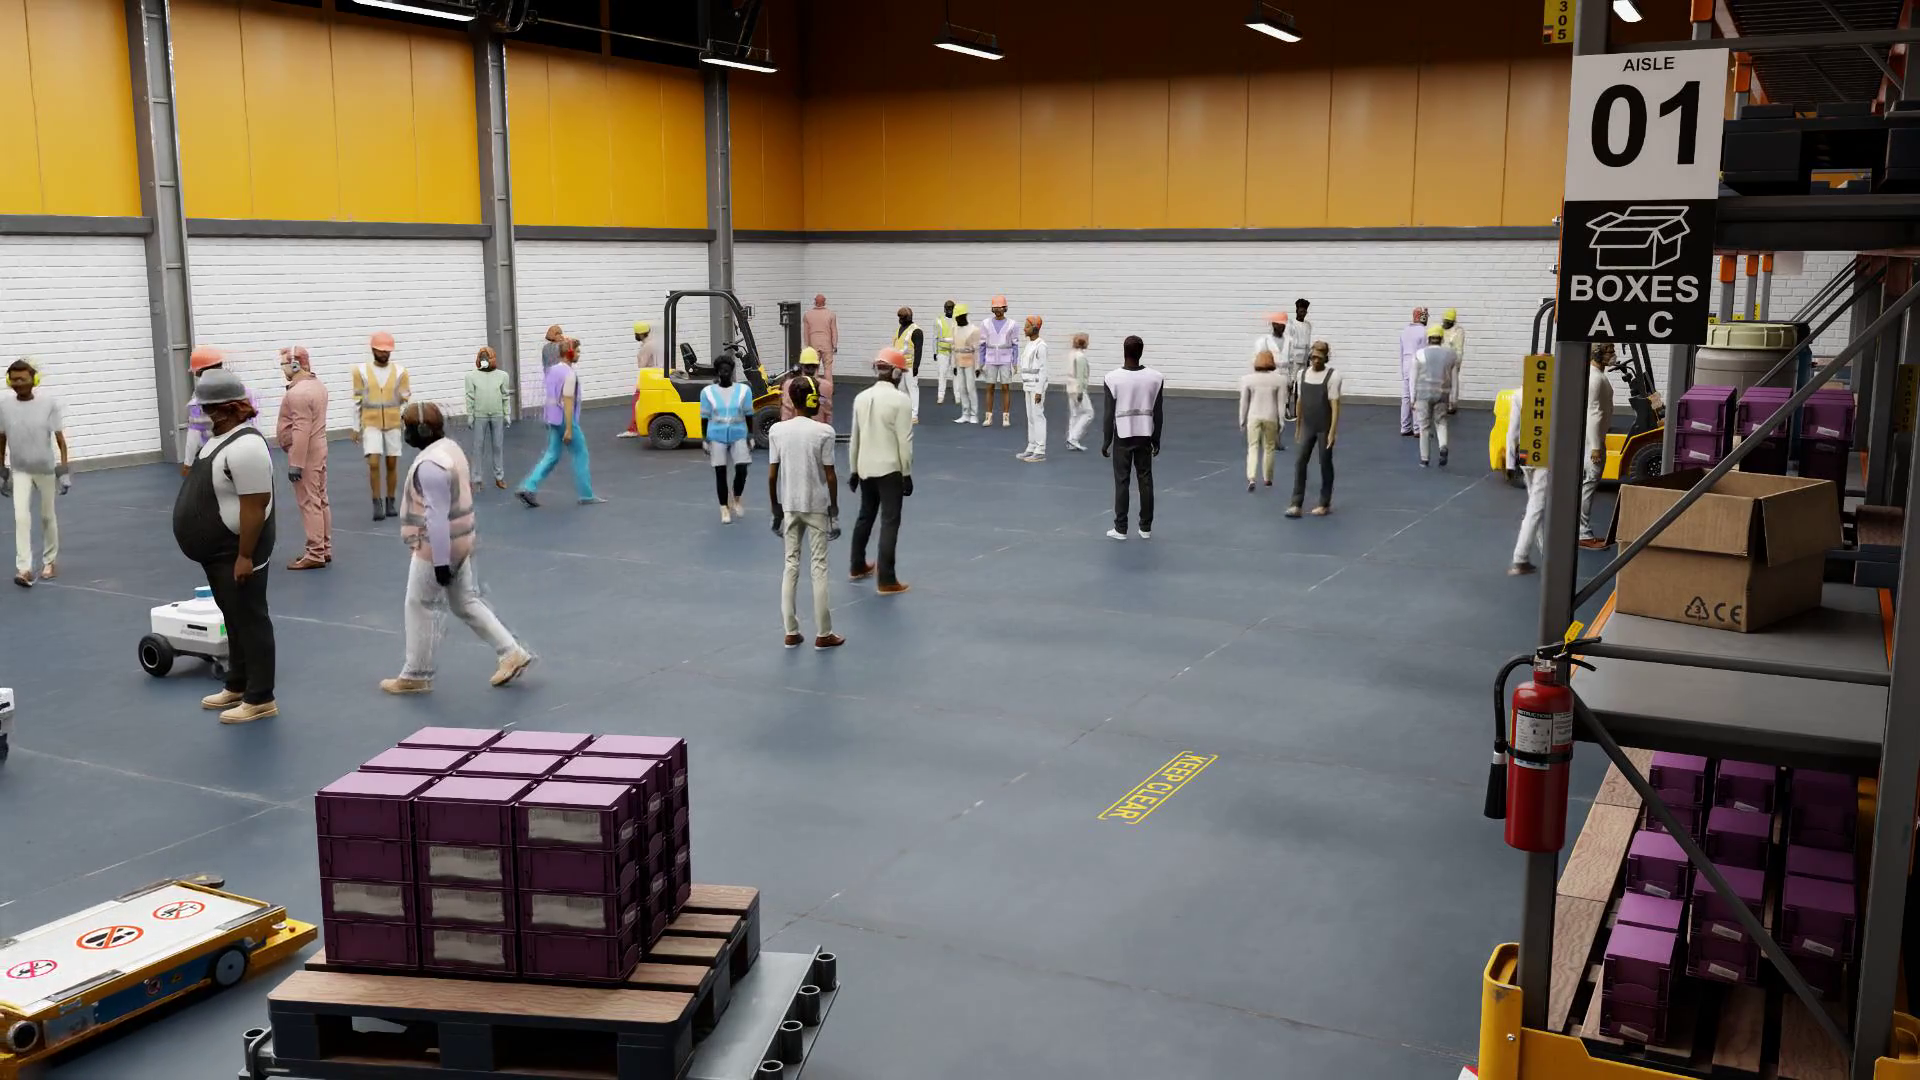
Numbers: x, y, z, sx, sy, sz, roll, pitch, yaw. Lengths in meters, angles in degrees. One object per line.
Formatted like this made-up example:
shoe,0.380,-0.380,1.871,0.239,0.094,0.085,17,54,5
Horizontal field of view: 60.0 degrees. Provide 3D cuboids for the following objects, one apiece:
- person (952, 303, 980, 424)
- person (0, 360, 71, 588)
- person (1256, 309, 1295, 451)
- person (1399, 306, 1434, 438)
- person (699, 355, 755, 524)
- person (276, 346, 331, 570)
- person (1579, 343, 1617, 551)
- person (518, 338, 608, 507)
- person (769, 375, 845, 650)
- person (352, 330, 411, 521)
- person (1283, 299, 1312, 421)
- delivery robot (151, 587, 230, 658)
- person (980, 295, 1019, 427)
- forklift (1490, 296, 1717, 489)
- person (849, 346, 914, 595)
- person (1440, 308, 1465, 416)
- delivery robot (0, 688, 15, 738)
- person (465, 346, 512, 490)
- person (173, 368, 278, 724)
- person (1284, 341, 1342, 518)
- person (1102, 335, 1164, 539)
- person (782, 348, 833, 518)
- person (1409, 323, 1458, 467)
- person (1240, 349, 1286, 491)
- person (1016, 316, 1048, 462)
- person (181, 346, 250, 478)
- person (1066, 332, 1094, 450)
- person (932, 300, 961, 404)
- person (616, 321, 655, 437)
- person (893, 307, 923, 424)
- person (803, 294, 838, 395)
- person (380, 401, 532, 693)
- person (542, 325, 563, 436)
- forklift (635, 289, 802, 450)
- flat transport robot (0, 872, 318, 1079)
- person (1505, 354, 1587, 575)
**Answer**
person,0.080,-2.772,26.207,0.462,1.901,0.608,-9,13,-42
person,-7.495,-0.532,13.434,0.554,1.818,0.956,-4,10,-20
person,4.289,-2.187,22.734,0.545,1.926,0.549,-3,10,-19
person,6.699,-2.451,24.307,0.403,1.911,0.637,-4,10,-20
person,-2.310,-0.996,16.503,0.556,1.684,0.368,-2,10,-11
person,-5.605,-0.703,14.196,0.408,1.906,0.638,-1,10,-7
person,5.762,-0.880,15.125,0.372,1.940,0.630,3,10,17
person,-4.253,-1.235,17.613,0.914,1.807,0.594,-7,12,-35
person,-1.053,-0.182,11.308,0.521,1.862,0.335,3,10,19
person,-5.804,-1.149,16.747,0.581,1.907,0.740,-4,11,-24
person,5.422,-2.886,26.677,0.600,1.958,0.378,-7,12,-36
delivery robot,-4.809,0.542,10.616,0.707,0.478,0.477,5,11,26
person,0.598,-2.757,25.679,0.605,2.045,0.378,2,10,9
forklift,7.296,-1.677,18.993,2.313,2.155,1.214,5,11,27
person,-0.645,-0.573,13.330,0.763,1.957,0.526,9,14,43
person,8.036,-2.918,27.341,0.611,1.787,0.611,-8,12,-38
delivery robot,-5.300,0.886,8.630,0.707,0.478,0.477,2,10,10
person,-5.360,-1.384,18.925,0.500,1.632,0.286,-5,11,-25
person,-4.228,0.025,9.583,0.538,2.000,0.683,-7,12,-36
person,3.561,-1.104,16.796,0.536,1.801,0.847,7,12,36
person,1.622,-0.959,15.638,0.591,1.919,0.390,-2,10,-14
person,-1.540,-1.083,16.922,0.529,1.729,0.783,-2,10,-9
person,5.915,-1.800,20.801,0.587,1.815,0.473,1,10,4
person,3.435,-1.363,18.884,0.515,1.609,0.743,2,10,12
person,0.951,-1.949,21.474,0.355,1.883,0.573,-3,10,-16
person,-6.391,-0.703,14.221,0.711,1.900,0.538,3,10,16
person,1.624,-2.007,22.563,0.368,1.625,0.515,-2,10,-12
person,-0.178,-3.353,29.715,0.635,1.842,0.429,0,10,0
person,-4.522,-2.334,24.207,0.890,1.710,0.511,-4,11,-22
person,-0.851,-2.744,26.211,0.429,1.839,0.623,-8,12,-38
person,-2.622,-3.687,31.448,0.651,1.913,0.410,1,10,7
person,-3.099,0.045,10.164,0.858,1.810,0.650,0,10,-2
person,-5.909,-2.323,24.352,0.497,1.634,0.279,8,13,40
forklift,-3.358,-2.392,23.136,2.313,2.155,1.214,-1,10,-5
flat transport robot,-3.096,1.539,5.938,0.652,0.197,1.431,5,11,27
person,4.988,-0.648,14.065,0.967,1.836,0.584,-6,12,-33
